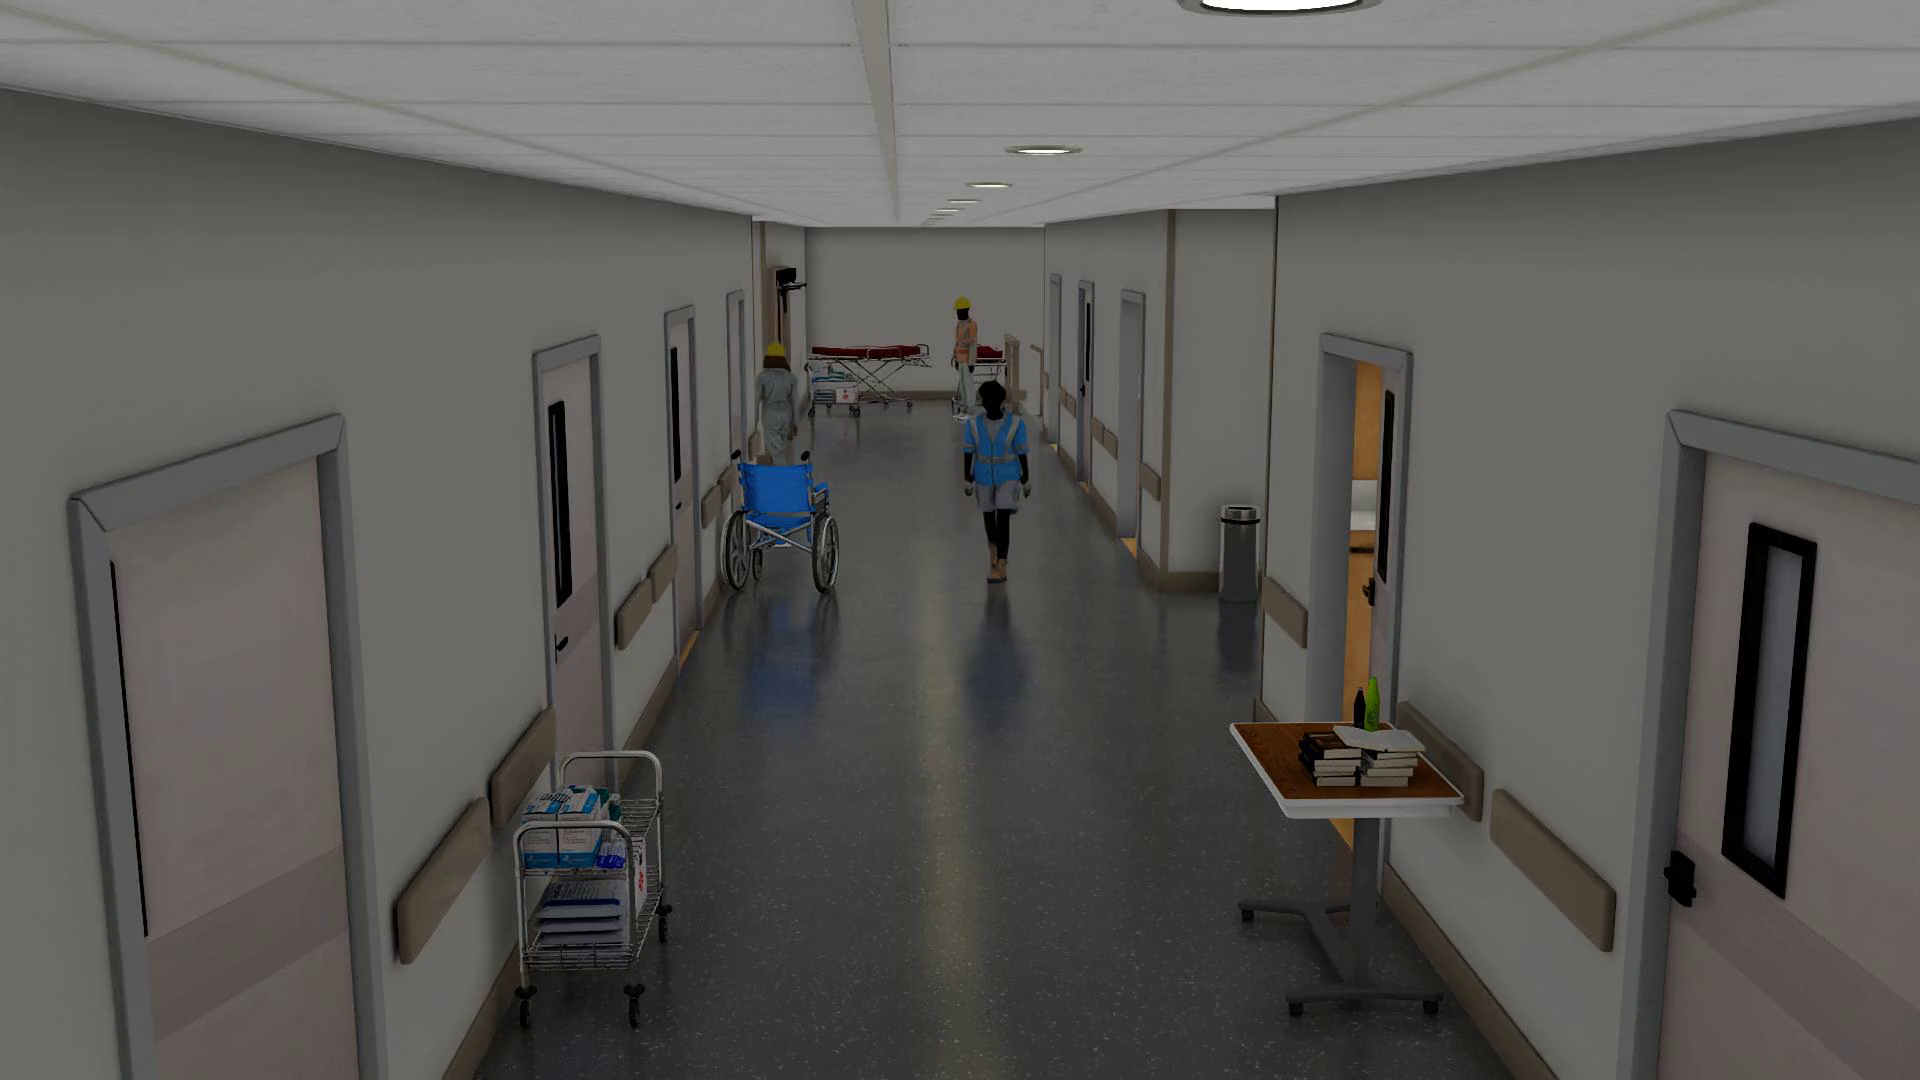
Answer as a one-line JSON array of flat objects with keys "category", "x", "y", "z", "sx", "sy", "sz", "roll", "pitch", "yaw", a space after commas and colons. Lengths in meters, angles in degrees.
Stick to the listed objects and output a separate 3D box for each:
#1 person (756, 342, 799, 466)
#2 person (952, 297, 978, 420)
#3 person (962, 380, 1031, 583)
[{"category": "person", "x": -1.979, "y": -1.288, "z": 18.003, "sx": 0.495, "sy": 1.696, "sz": 0.912, "roll": -6, "pitch": 12, "yaw": -32}, {"category": "person", "x": 0.071, "y": -2.824, "z": 25.938, "sx": 0.399, "sy": 1.918, "sz": 0.588, "roll": -4, "pitch": 11, "yaw": -22}, {"category": "person", "x": 0.319, "y": -0.518, "z": 13.832, "sx": 0.568, "sy": 1.651, "sz": 0.852, "roll": 3, "pitch": 10, "yaw": 14}]
